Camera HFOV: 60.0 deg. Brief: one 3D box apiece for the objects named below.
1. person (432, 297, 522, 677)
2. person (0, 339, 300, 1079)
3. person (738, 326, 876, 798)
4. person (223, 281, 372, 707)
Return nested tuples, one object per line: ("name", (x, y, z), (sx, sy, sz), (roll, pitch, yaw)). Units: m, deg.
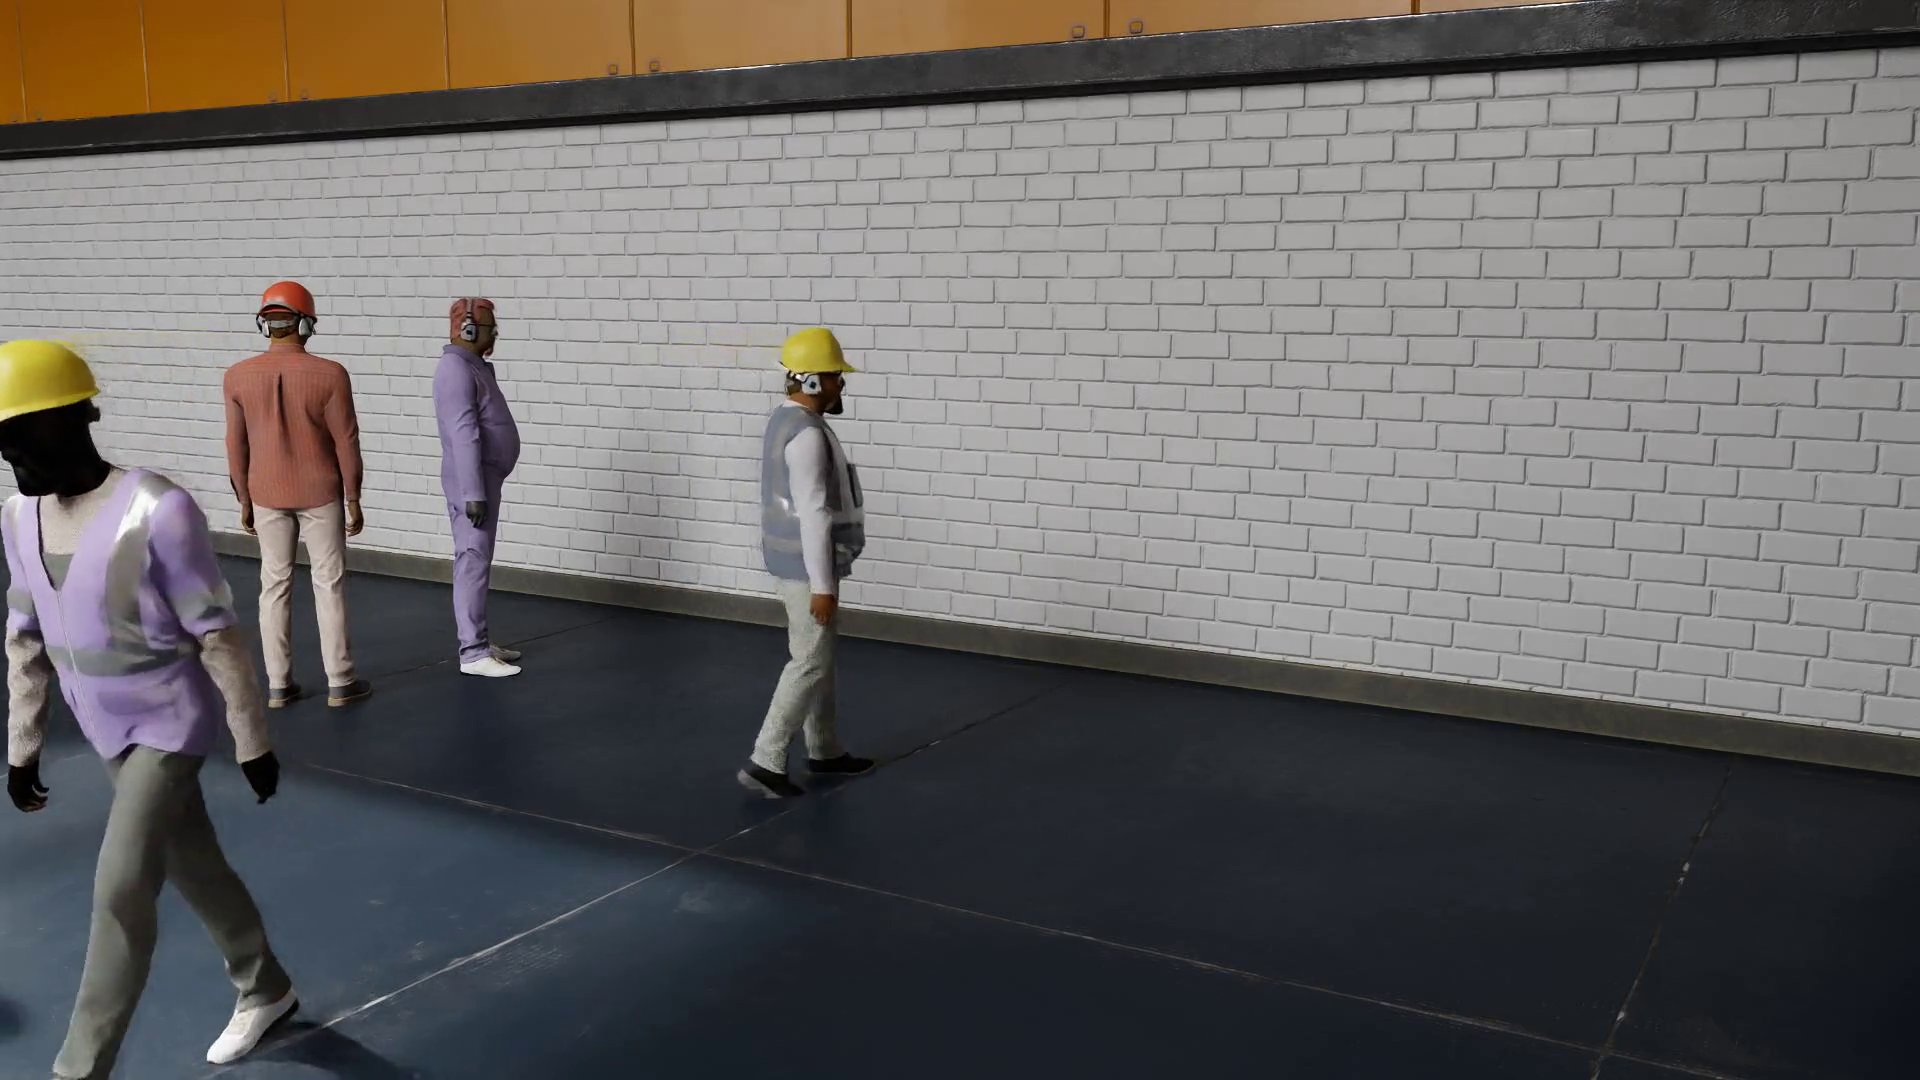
("person", (-2.432, -0.270, 8.427), (0.411, 1.908, 0.643), (-2, 9, -14))
("person", (-2.005, 0.462, 3.975), (0.607, 1.868, 1.005), (5, 10, 29))
("person", (-0.594, 0.092, 6.497), (0.474, 1.853, 0.596), (-2, 9, -13))
("person", (-3.077, -0.203, 7.756), (0.608, 1.988, 0.387), (0, 9, -1))
